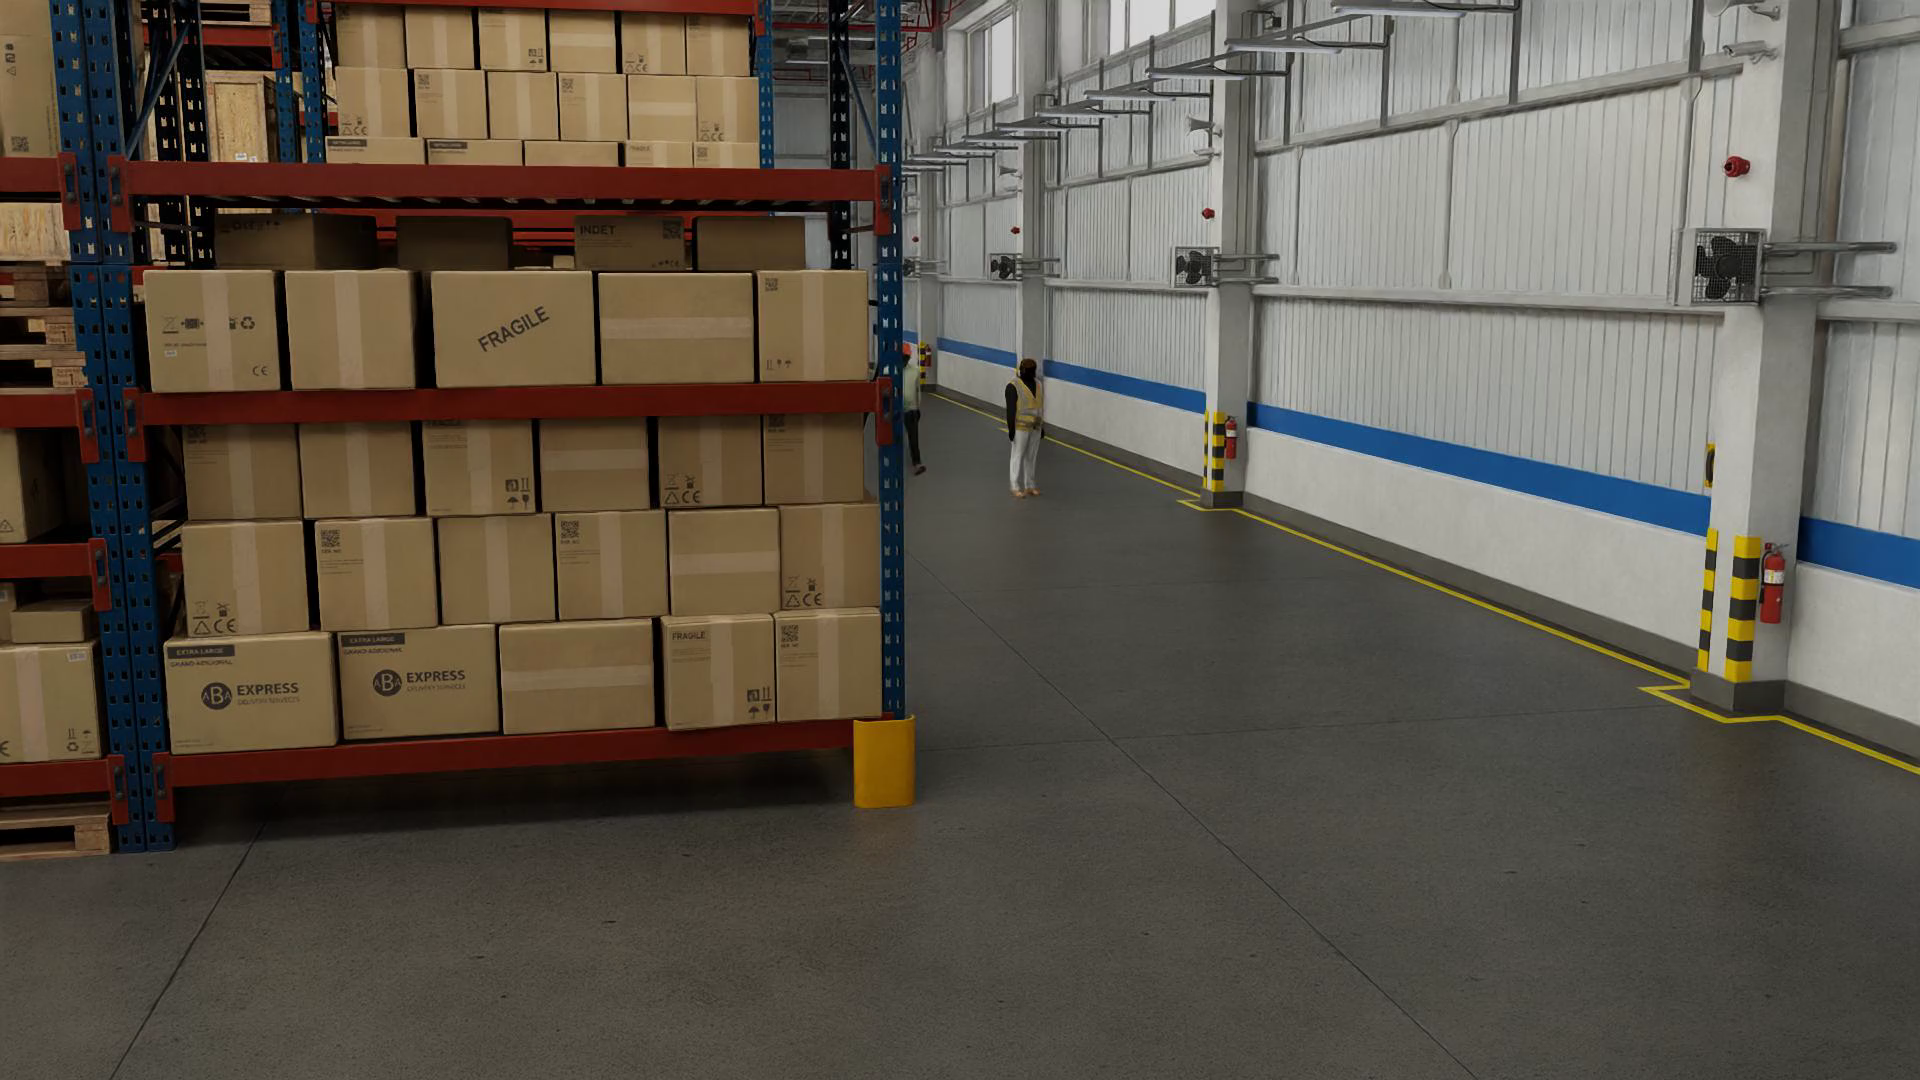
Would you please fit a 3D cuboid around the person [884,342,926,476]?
[{"bbox_3d":[-0.821,-1.914,24.302,0.655,1.935,1.031,-4,10,-22],"label":"person"}]

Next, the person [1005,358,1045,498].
[{"bbox_3d":[0.884,-1.475,21.954,0.634,1.839,0.429,-8,12,-41],"label":"person"}]
